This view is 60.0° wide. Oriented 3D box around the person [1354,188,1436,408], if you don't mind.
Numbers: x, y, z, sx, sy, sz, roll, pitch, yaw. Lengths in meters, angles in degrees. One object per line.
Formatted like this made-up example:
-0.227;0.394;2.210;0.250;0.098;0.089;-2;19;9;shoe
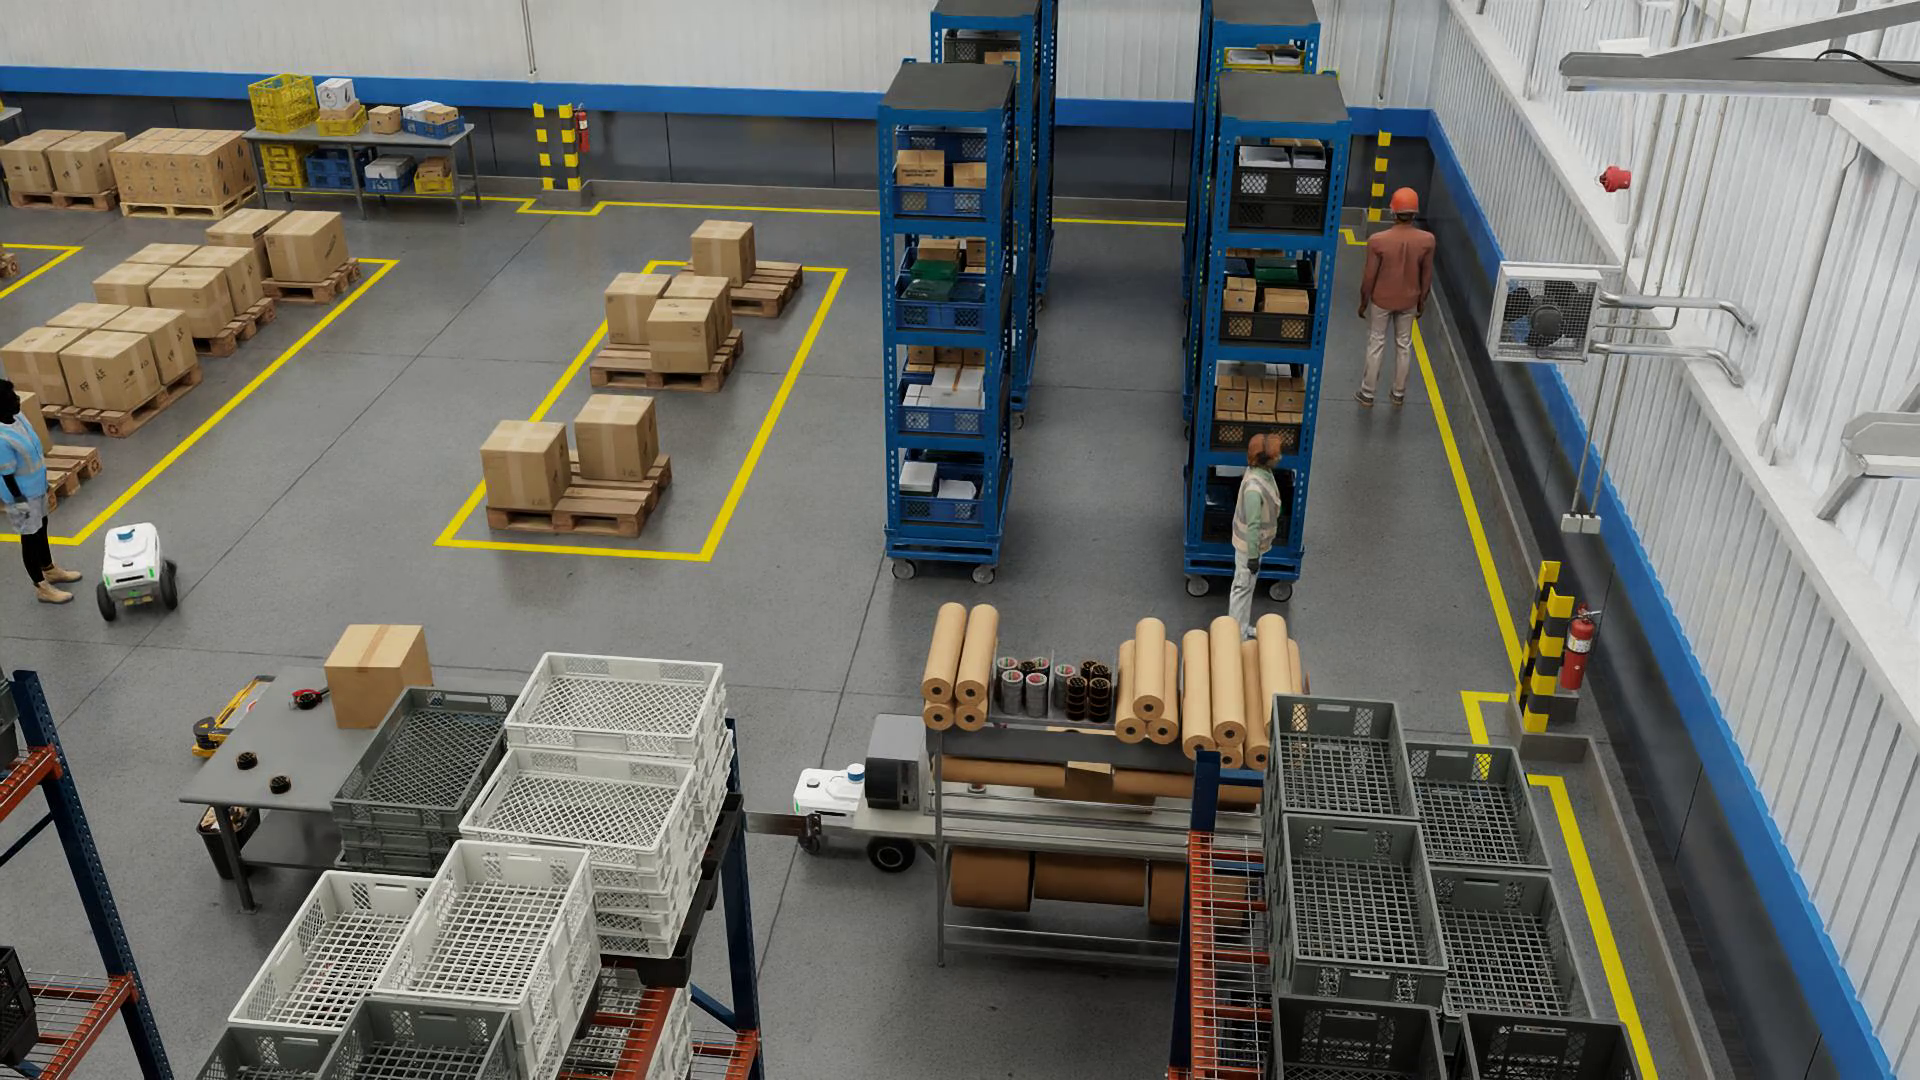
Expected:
3.797;-2.111;14.569;0.609;1.997;0.375;-1;30;-2;person

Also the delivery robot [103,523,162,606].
-5.996;0.137;12.040;0.477;0.478;0.707;-12;32;-19;delivery robot

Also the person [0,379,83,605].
-6.649;-0.359;11.853;0.321;1.697;0.530;-5;31;-9;person

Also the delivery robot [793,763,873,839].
-0.599;1.520;9.666;0.707;0.478;0.477;4;31;7;delivery robot

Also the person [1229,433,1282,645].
1.984;0.024;11.250;0.309;1.642;0.514;6;31;11;person
